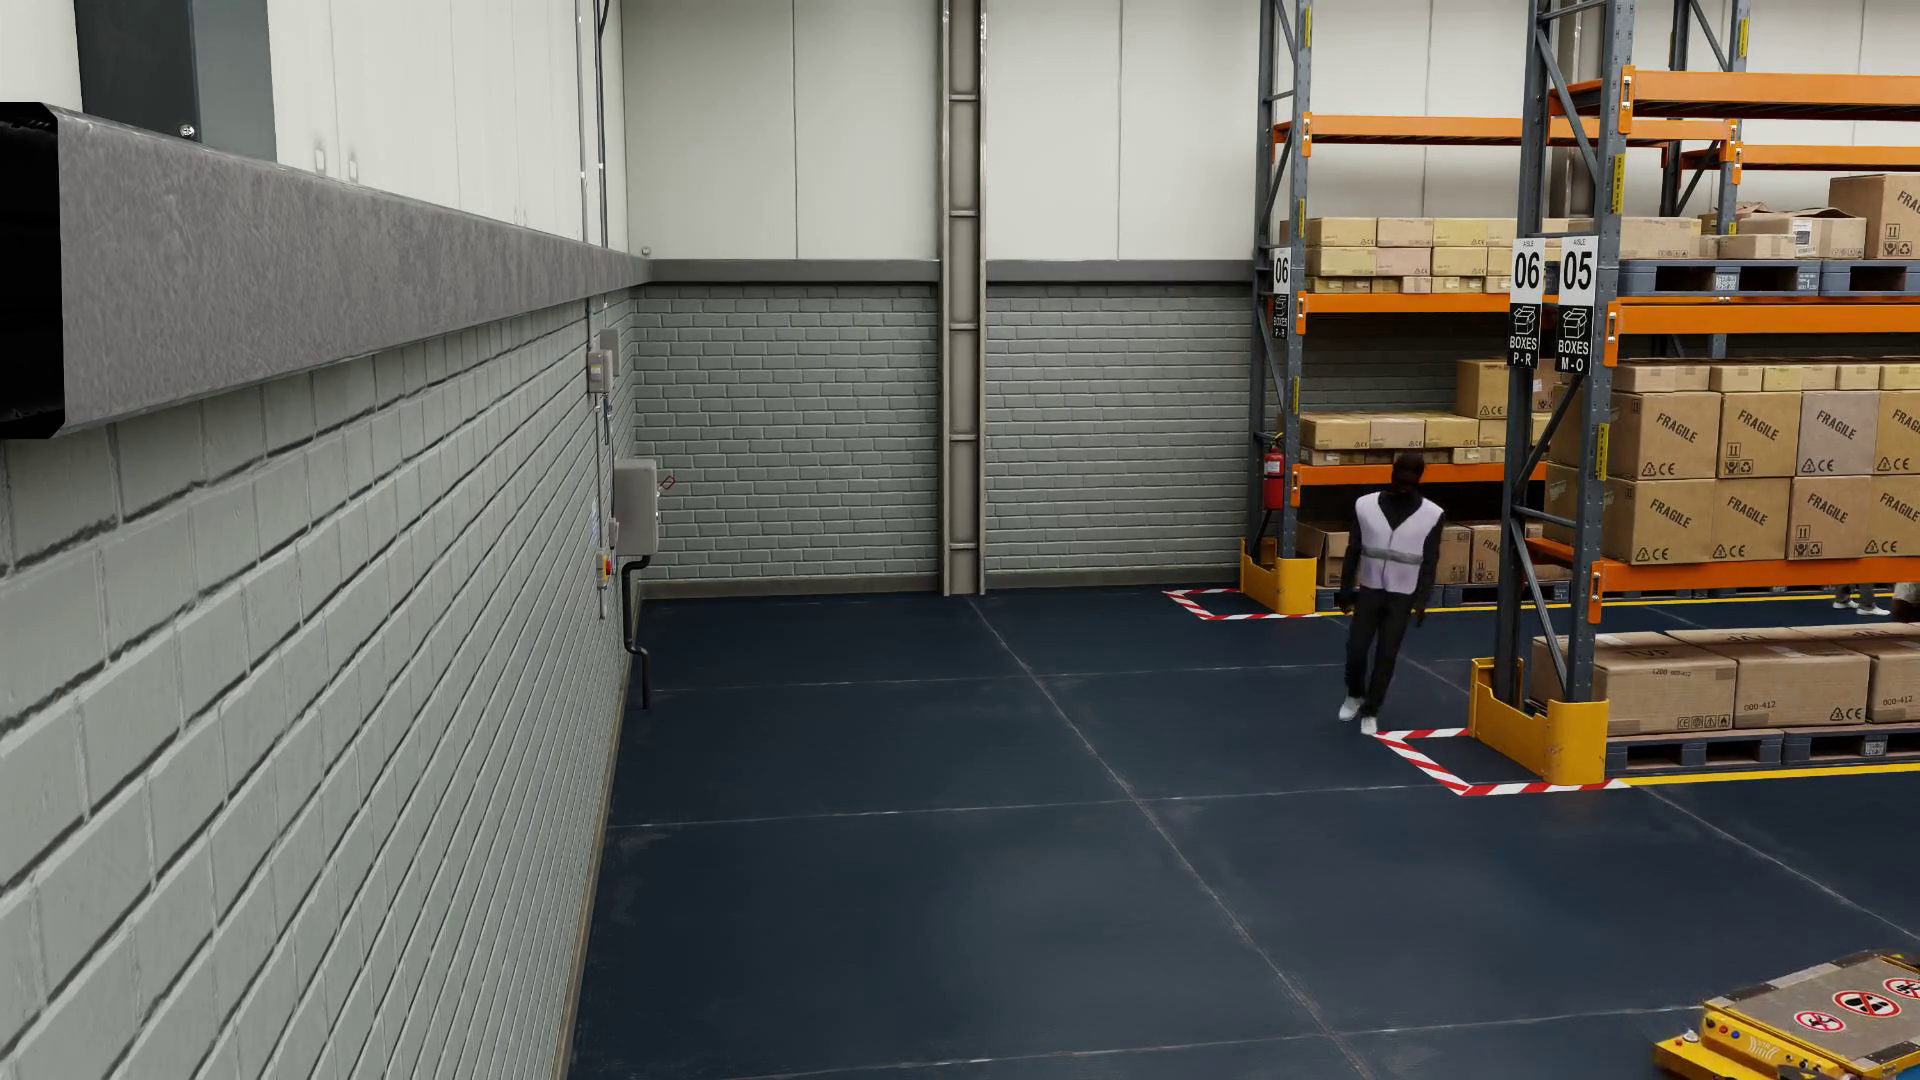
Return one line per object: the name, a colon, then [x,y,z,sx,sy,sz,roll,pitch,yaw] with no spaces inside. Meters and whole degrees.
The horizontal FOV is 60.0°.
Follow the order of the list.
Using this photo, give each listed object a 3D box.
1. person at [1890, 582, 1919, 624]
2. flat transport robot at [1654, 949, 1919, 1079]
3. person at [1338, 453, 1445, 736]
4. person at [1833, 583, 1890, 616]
person: [6.781,0.142,12.006,0.896,1.905,0.545,-1,9,-6]
flat transport robot: [3.410,1.879,6.347,1.431,0.197,0.652,-5,10,-29]
person: [2.793,0.356,10.830,0.652,1.876,0.473,4,10,21]
person: [8.047,-0.288,14.668,0.405,1.918,0.582,-2,9,-12]
